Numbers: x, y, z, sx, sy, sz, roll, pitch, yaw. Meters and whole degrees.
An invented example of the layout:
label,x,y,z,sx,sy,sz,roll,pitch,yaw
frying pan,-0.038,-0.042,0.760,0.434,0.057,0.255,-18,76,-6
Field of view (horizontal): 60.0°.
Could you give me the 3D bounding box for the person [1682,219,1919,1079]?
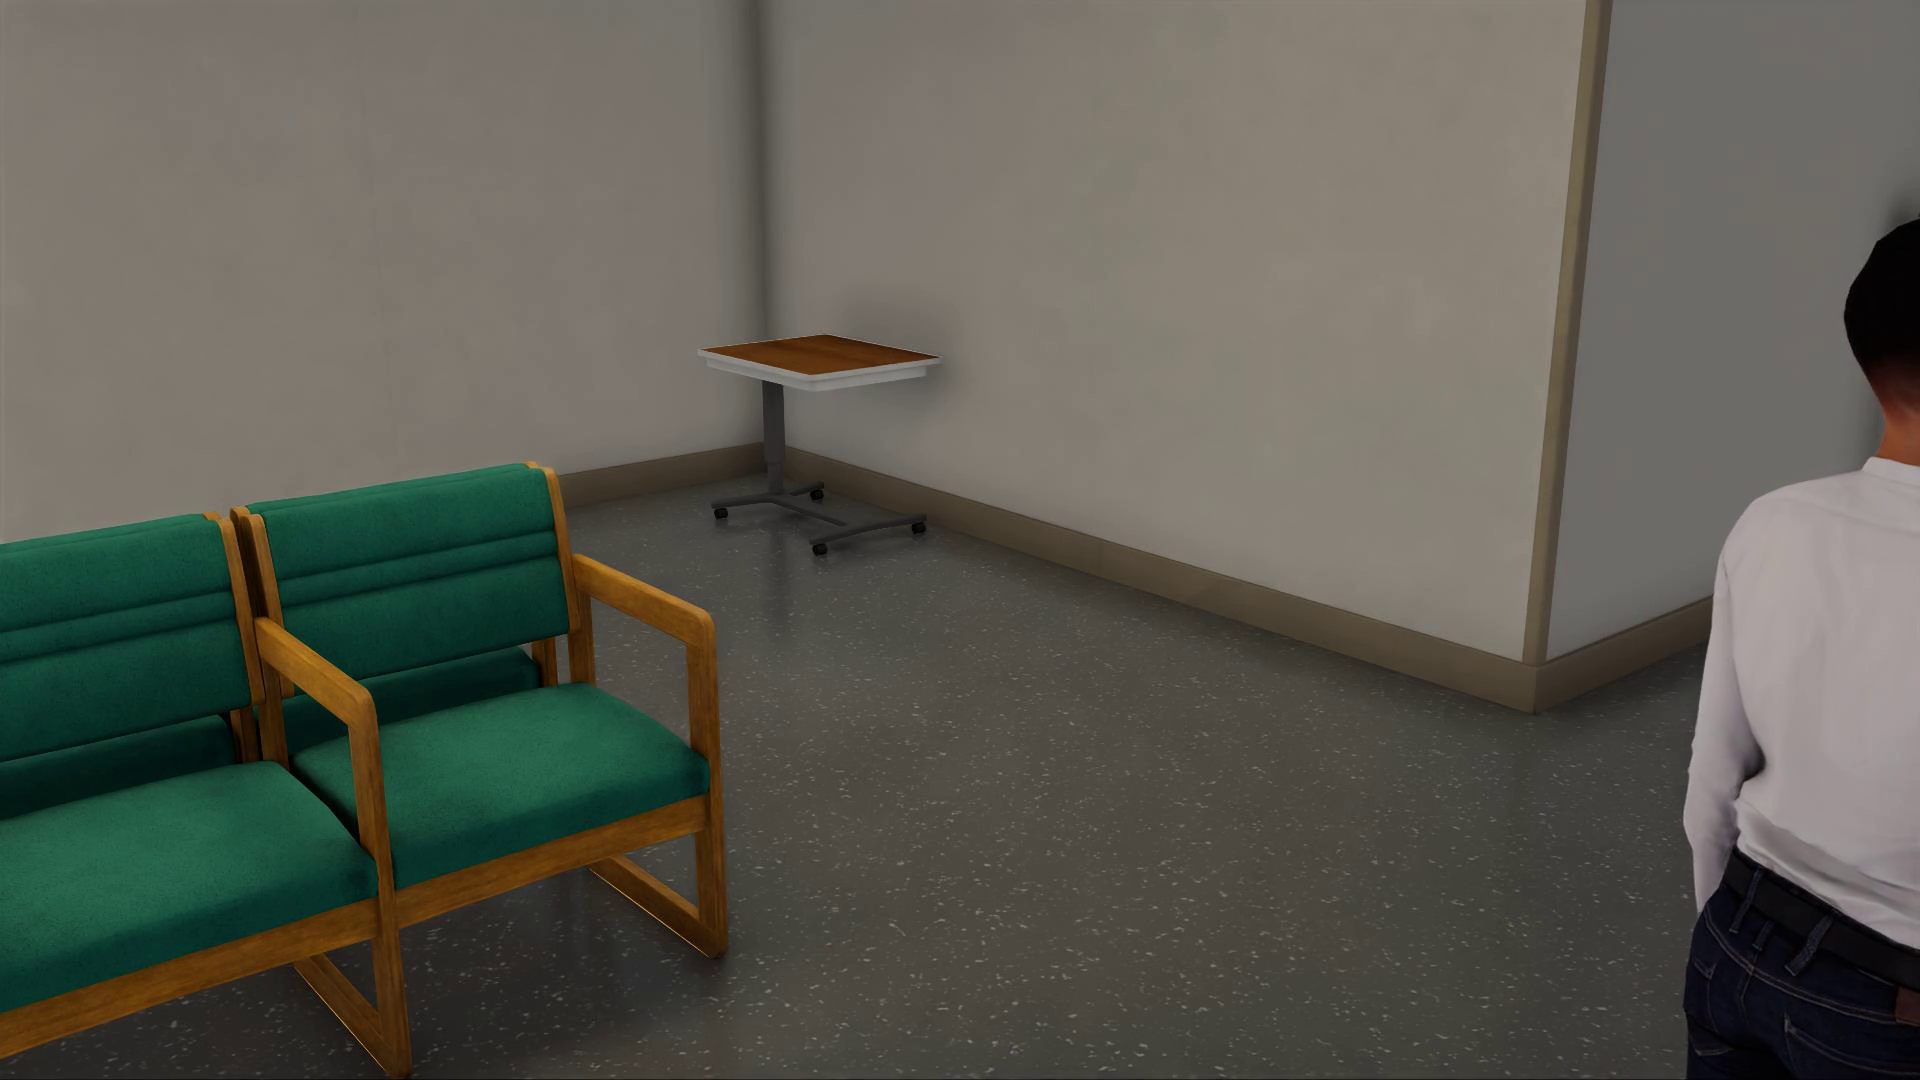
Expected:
label,x,y,z,sx,sy,sz,roll,pitch,yaw
person,1.070,0.549,2.029,0.749,1.868,0.631,-6,17,-22
